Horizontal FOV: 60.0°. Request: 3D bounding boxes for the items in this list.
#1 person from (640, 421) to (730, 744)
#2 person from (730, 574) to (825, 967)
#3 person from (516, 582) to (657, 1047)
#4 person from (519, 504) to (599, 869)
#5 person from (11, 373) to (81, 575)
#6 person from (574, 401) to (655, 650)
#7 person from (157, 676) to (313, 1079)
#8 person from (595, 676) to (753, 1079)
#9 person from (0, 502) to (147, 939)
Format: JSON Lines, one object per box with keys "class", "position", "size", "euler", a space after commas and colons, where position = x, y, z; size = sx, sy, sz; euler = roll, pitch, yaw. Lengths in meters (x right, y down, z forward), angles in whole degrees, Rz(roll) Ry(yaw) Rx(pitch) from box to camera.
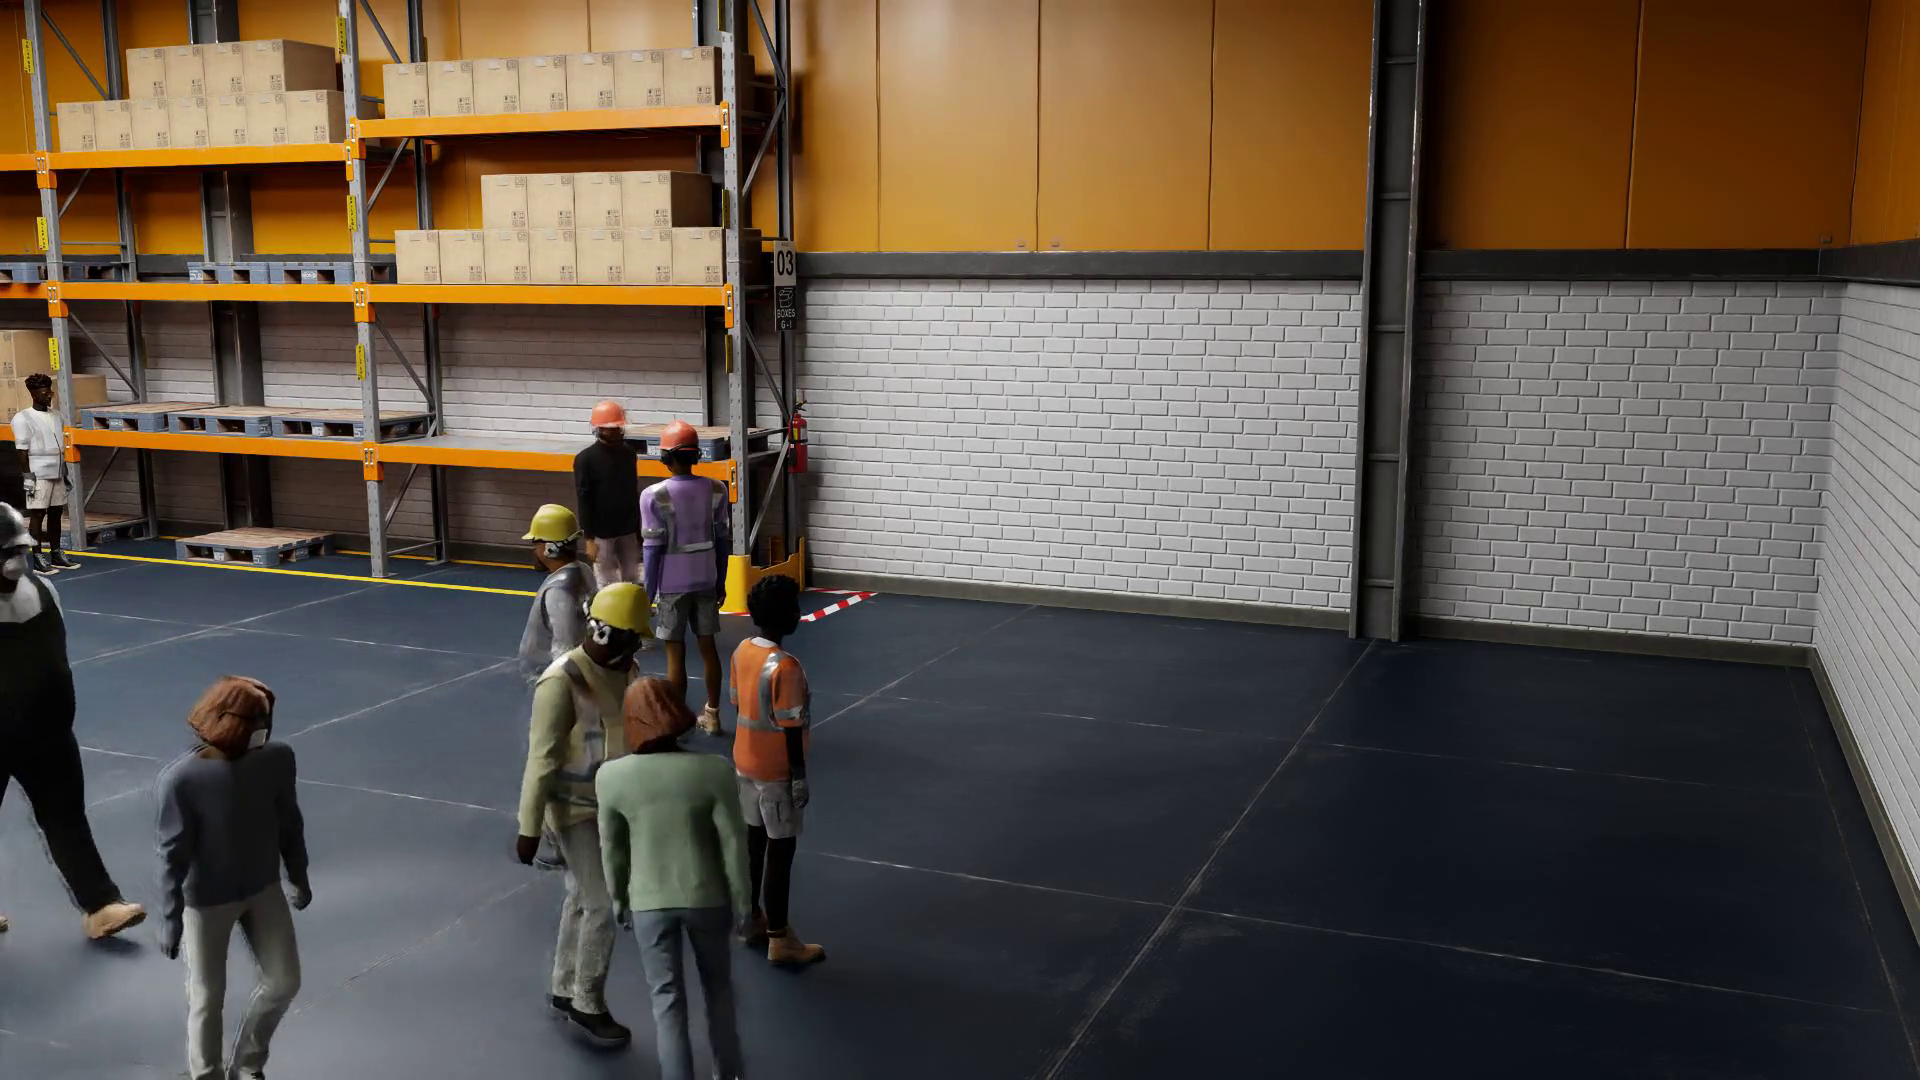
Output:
{"class": "person", "position": [-1.747, 0.267, 10.518], "size": [0.607, 2.044, 0.372], "euler": [-7, 12, -38]}
{"class": "person", "position": [-0.804, 0.984, 7.212], "size": [0.316, 1.698, 0.542], "euler": [-6, 11, -32]}
{"class": "person", "position": [-1.398, 1.059, 6.494], "size": [0.611, 1.784, 0.663], "euler": [4, 10, 21]}
{"class": "person", "position": [-1.998, 0.728, 8.357], "size": [0.404, 1.830, 0.603], "euler": [-1, 9, -3]}
{"class": "person", "position": [-8.968, -0.652, 16.321], "size": [0.367, 1.965, 0.607], "euler": [2, 10, 10]}
{"class": "person", "position": [-2.669, -0.073, 12.810], "size": [0.381, 1.982, 0.668], "euler": [7, 12, 36]}
{"class": "person", "position": [-2.517, 1.257, 5.792], "size": [0.397, 1.615, 0.574], "euler": [8, 12, 40]}
{"class": "person", "position": [-0.987, 1.265, 5.782], "size": [0.531, 1.604, 0.521], "euler": [-1, 9, -5]}
{"class": "person", "position": [-4.161, 0.795, 7.324], "size": [1.040, 2.000, 0.701], "euler": [4, 10, 23]}
